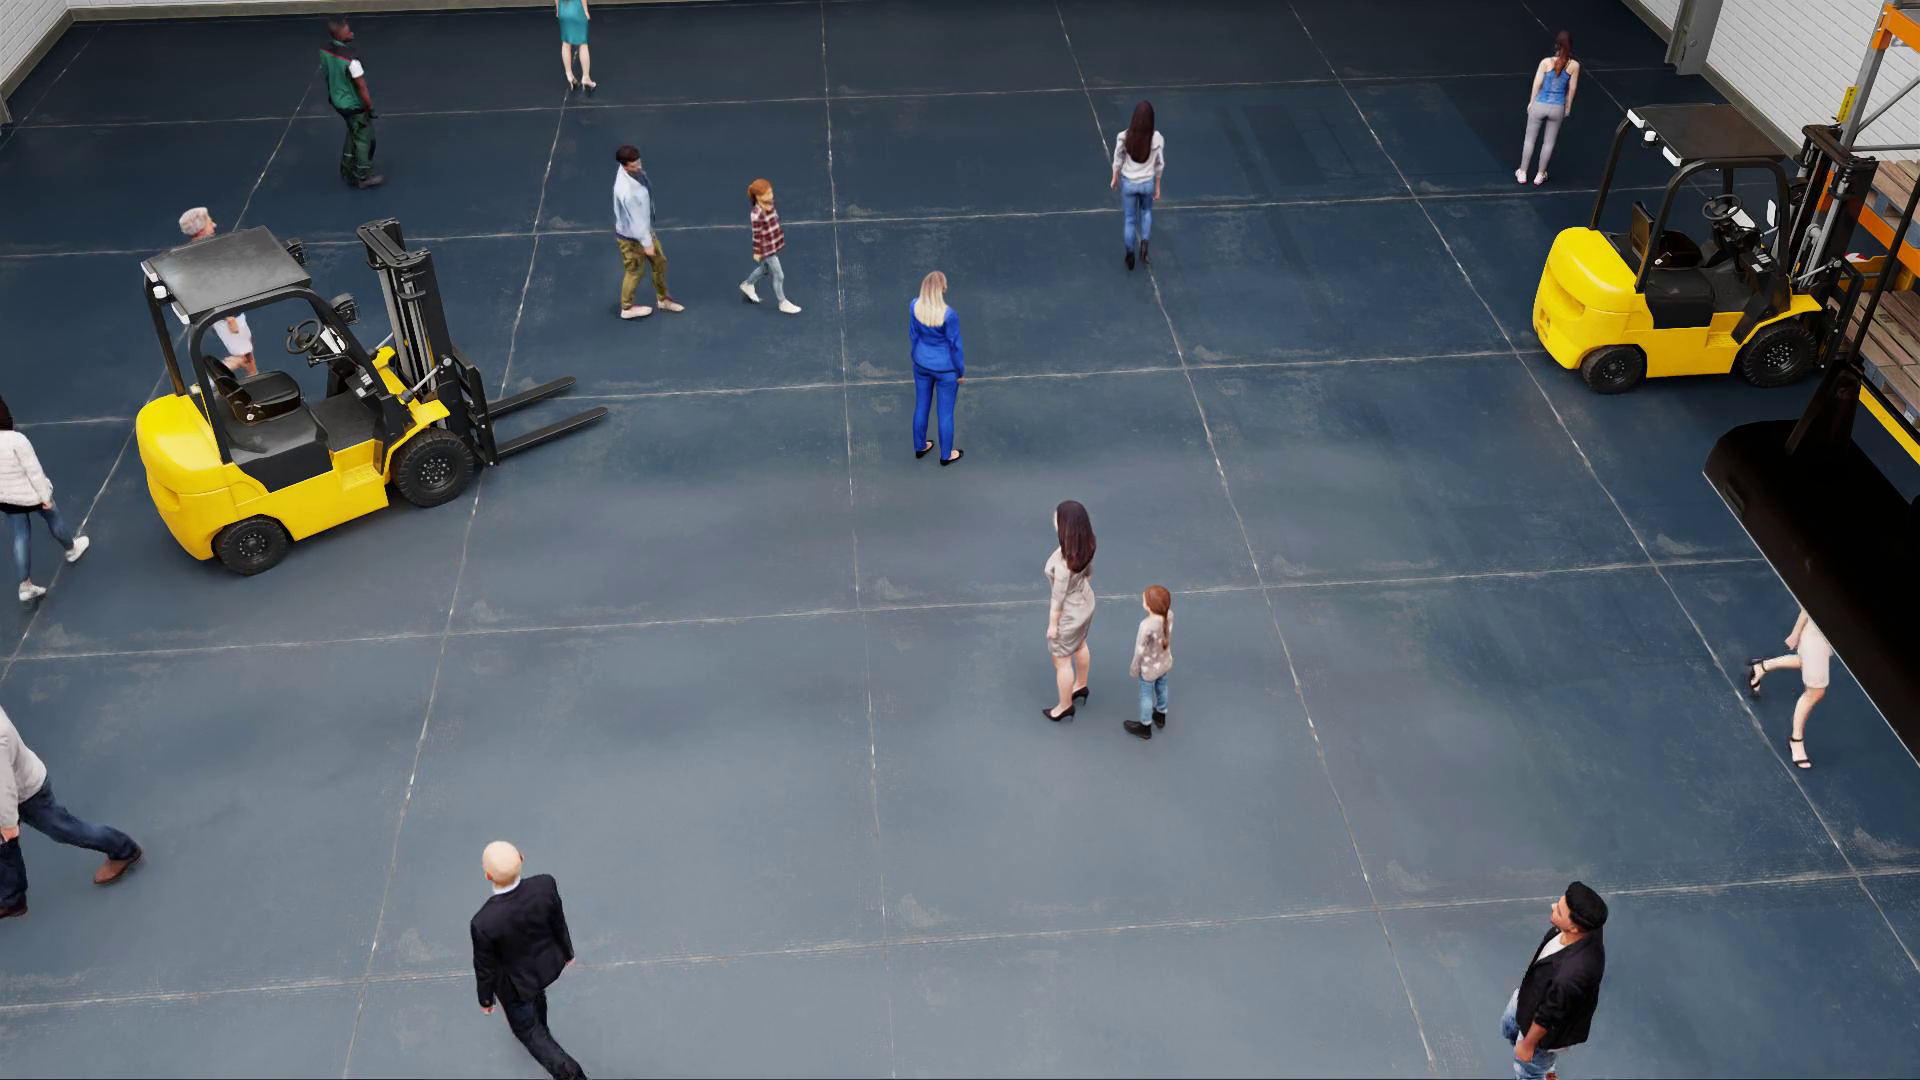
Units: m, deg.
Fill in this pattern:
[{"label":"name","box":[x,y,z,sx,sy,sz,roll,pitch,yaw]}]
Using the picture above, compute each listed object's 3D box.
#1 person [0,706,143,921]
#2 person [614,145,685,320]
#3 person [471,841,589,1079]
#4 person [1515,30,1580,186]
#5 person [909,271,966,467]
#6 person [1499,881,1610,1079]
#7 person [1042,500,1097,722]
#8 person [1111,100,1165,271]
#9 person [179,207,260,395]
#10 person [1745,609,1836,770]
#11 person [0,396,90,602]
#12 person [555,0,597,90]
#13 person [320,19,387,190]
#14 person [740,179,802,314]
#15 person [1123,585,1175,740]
[{"label":"person","box":[-5.301,1.398,9.515,1.259,1.863,1.276,-28,47,-31]},{"label":"person","box":[-2.923,-2.736,14.766,0.903,1.770,0.842,-3,39,-4]},{"label":"person","box":[-2.184,2.252,8.516,1.194,1.775,1.127,29,47,31]},{"label":"person","box":[6.007,-4.416,17.000,0.637,1.608,0.631,10,40,13]},{"label":"person","box":[-0.196,-1.357,13.095,0.710,1.700,0.740,21,43,24]},{"label":"person","box":[3.039,2.396,8.316,0.888,1.800,0.795,16,41,20]},{"label":"person","box":[0.721,0.469,10.774,0.725,1.743,0.631,20,43,23]},{"label":"person","box":[1.672,-3.276,15.562,0.610,1.621,0.569,-3,39,-4]},{"label":"person","box":[-6.107,-1.854,13.621,1.009,1.821,1.054,-25,45,-28]},{"label":"person","box":[5.465,0.557,10.621,0.711,1.796,1.125,-10,40,-12]},{"label":"person","box":[-6.732,-0.297,11.841,0.713,1.610,1.076,1,39,1]},{"label":"person","box":[-4.409,-5.967,18.884,0.627,1.681,0.625,11,40,13]},{"label":"person","box":[-6.158,-4.403,16.824,0.899,1.807,0.943,17,42,20]},{"label":"person","box":[-1.798,-2.688,15.088,0.840,1.293,0.899,14,41,17]},{"label":"person","box":[1.264,0.787,10.818,0.546,1.192,0.594,-31,48,-33]}]
